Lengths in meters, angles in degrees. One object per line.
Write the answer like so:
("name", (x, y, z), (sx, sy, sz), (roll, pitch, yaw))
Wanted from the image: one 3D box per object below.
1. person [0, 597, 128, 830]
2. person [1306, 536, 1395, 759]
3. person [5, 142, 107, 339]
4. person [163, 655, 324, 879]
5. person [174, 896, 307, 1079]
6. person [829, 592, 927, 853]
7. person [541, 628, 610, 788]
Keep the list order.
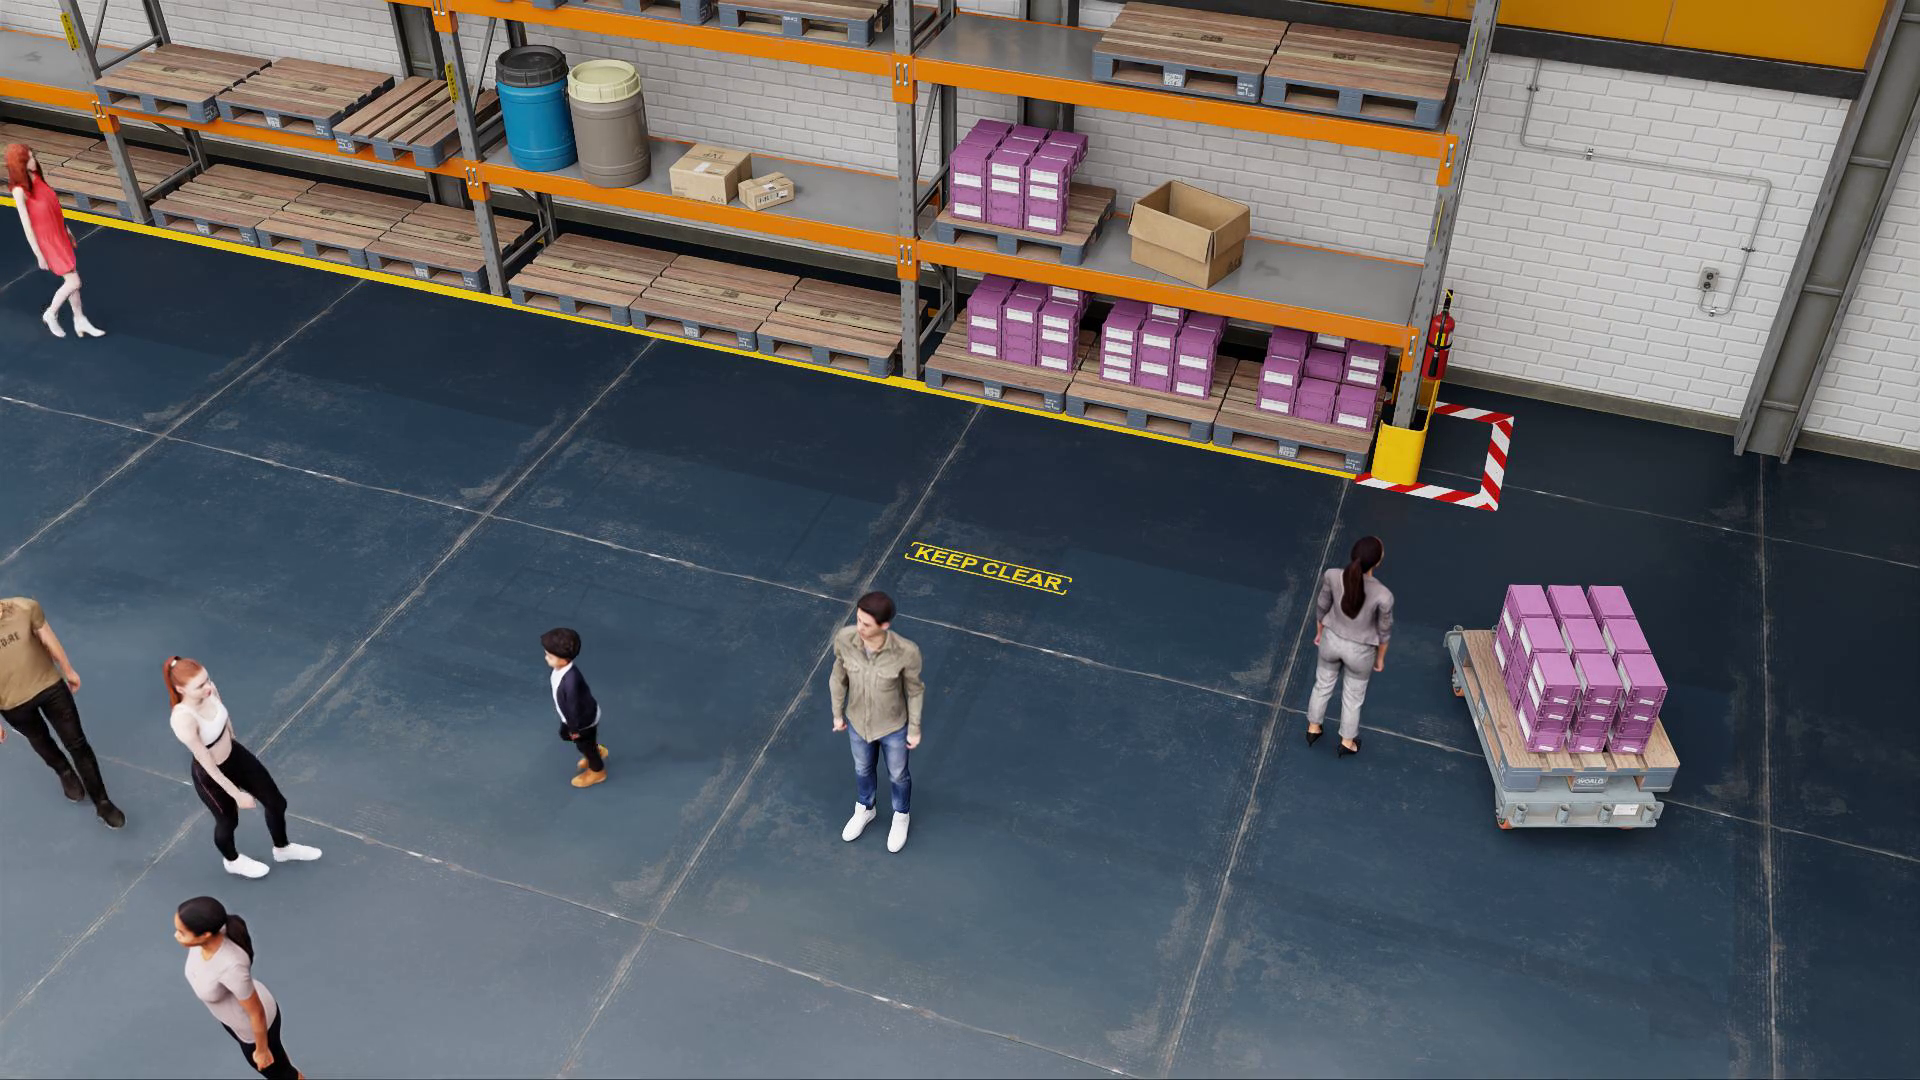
("person", (-5.465, 0.846, 9.726), (1.010, 1.828, 1.141), (-26, 45, -29))
("person", (2.351, 0.656, 10.085), (0.606, 1.678, 0.740), (23, 44, 26))
("person", (-7.657, -2.453, 13.878), (0.823, 1.802, 0.748), (-3, 39, -4))
("person", (-4.198, 1.296, 9.243), (0.842, 1.727, 0.701), (2, 39, 2))
("person", (-3.405, 2.296, 7.976), (0.748, 1.746, 0.626), (-29, 47, -31))
("person", (-0.452, 1.008, 9.492), (0.490, 1.867, 0.757), (12, 40, 15))
("person", (-2.257, 1.001, 10.024), (0.648, 1.215, 0.586), (-16, 41, -20))
